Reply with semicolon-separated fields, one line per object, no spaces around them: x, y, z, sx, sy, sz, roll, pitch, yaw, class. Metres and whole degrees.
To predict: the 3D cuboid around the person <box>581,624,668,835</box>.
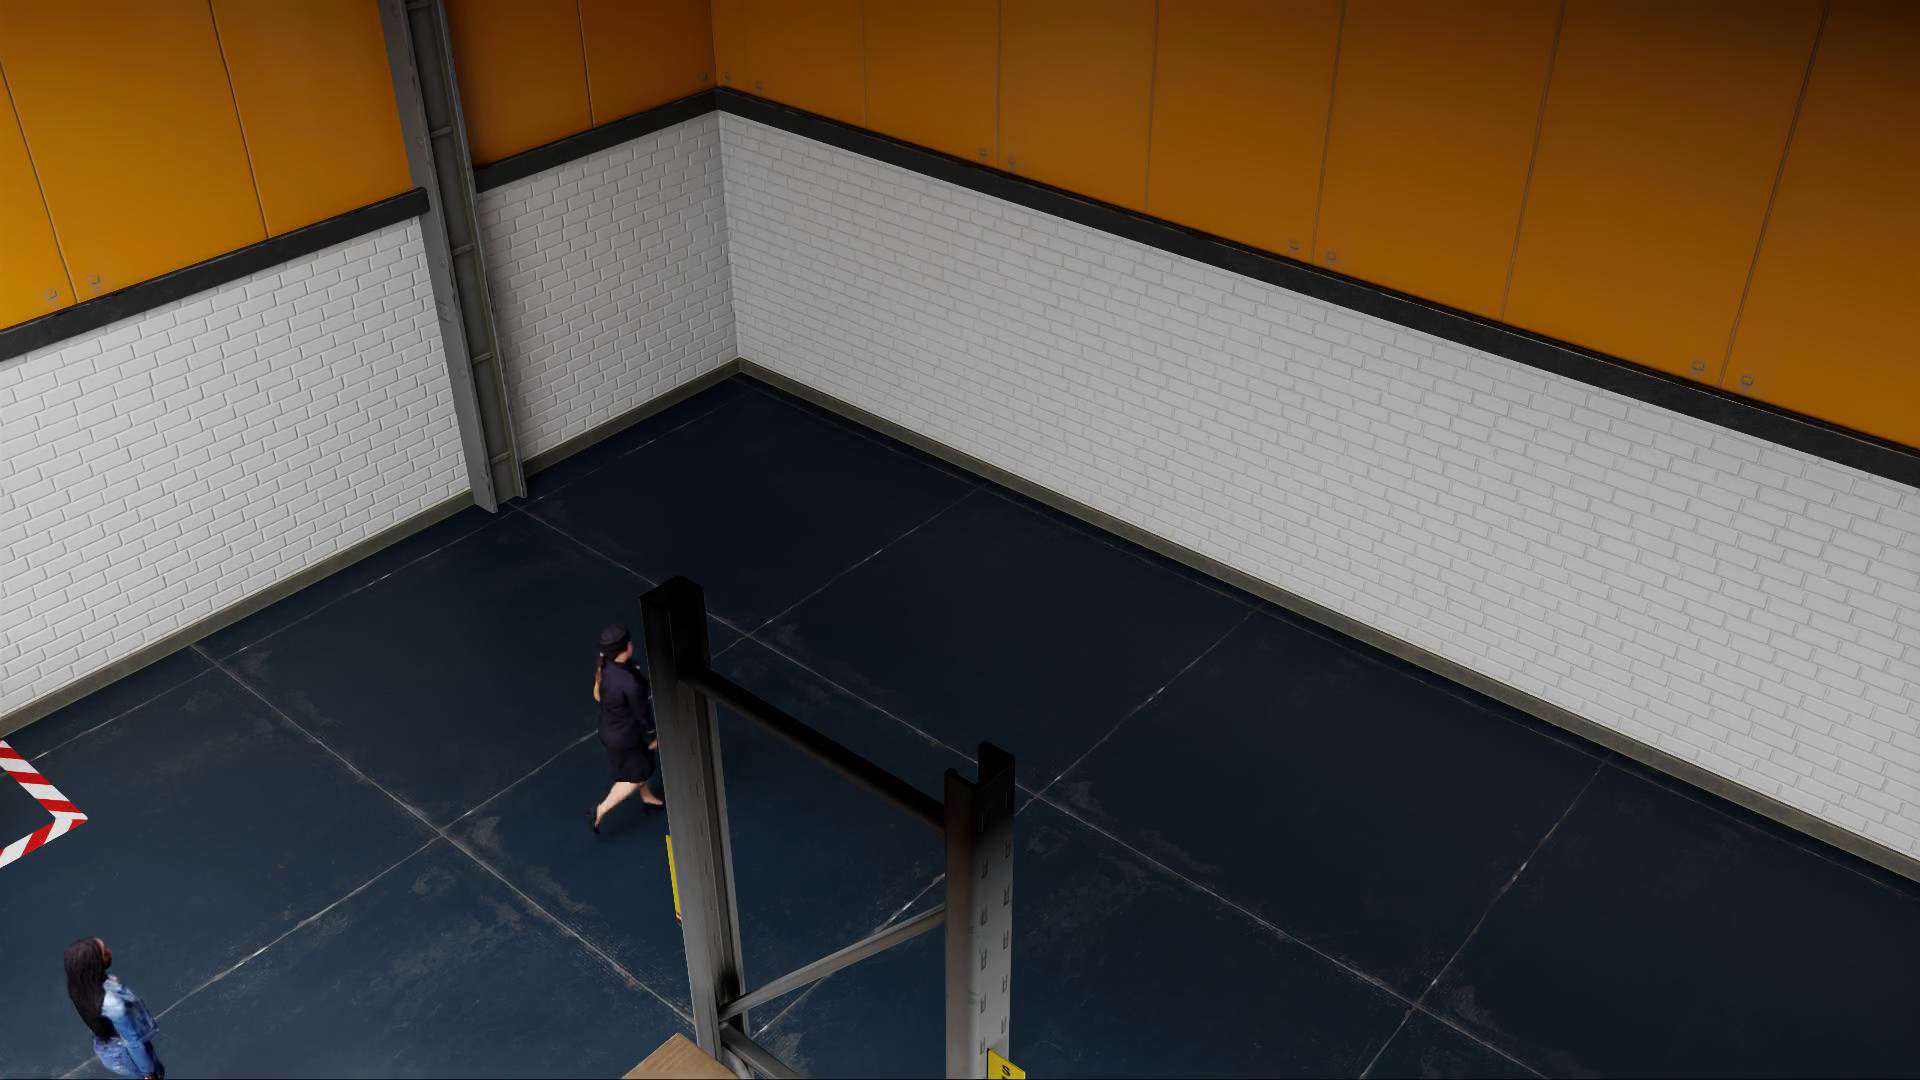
-2.314;1.334;11.289;1.000;1.656;0.812;-24;40;-31;person

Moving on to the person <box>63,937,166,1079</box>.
-4.581;2.840;8.991;0.646;1.693;1.014;22;39;29;person
